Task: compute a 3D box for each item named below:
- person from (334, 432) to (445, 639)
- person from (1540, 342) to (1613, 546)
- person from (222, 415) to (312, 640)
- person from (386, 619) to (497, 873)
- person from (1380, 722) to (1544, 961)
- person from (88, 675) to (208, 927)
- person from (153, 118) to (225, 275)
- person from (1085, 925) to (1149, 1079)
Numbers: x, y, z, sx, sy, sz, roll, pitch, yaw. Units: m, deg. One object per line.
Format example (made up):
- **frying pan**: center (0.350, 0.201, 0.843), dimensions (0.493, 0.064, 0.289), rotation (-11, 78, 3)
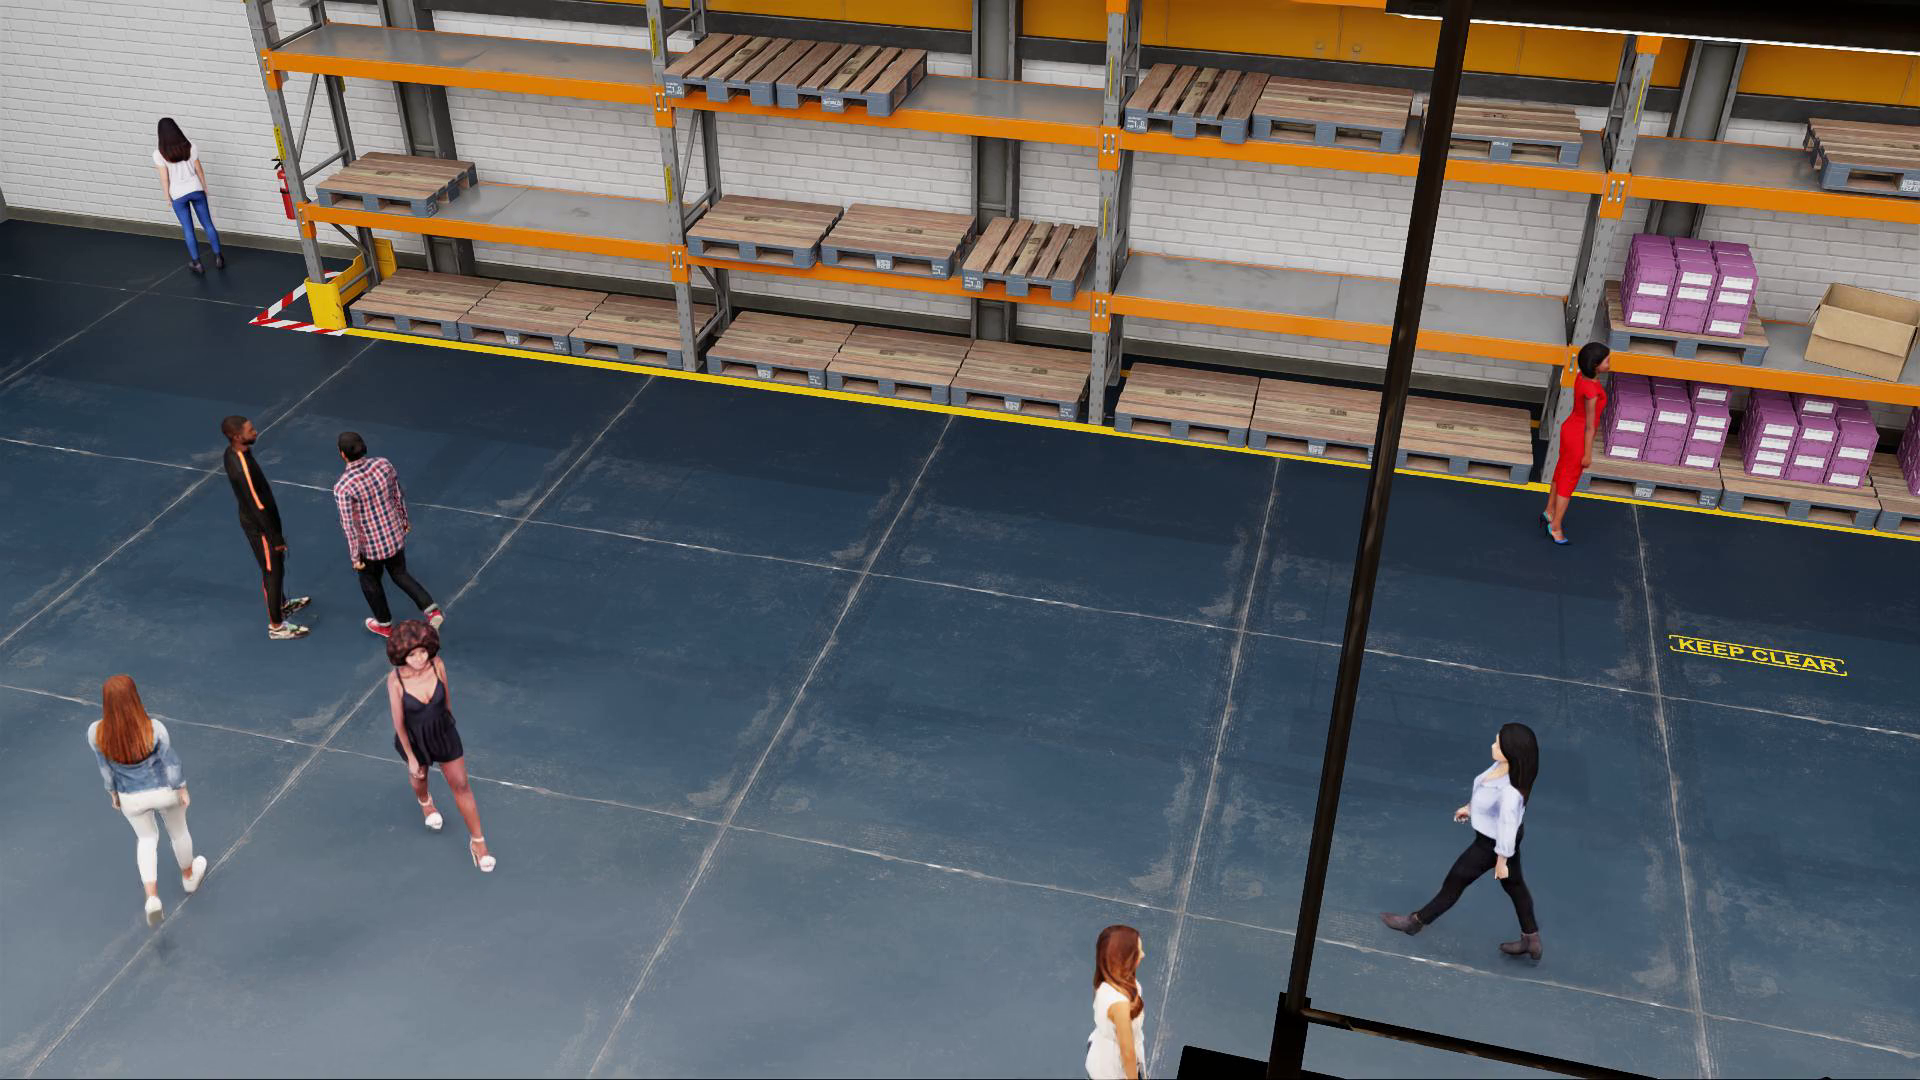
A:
- **person**: center (-4.174, 0.019, 12.076), dimensions (1.077, 1.736, 0.905), rotation (16, 37, 23)
- **person**: center (4.913, -0.779, 13.270), dimensions (0.534, 1.743, 0.595), rotation (4, 34, 6)
- **person**: center (-5.148, -0.135, 12.243), dimensions (0.812, 1.808, 0.760), rotation (-23, 40, -30)
- **person**: center (-3.326, 1.206, 10.283), dimensions (0.984, 1.743, 1.130), rotation (-22, 40, -30)
- **person**: center (3.147, 1.765, 9.491), dimensions (1.180, 1.690, 0.714), rotation (11, 35, 16)
- **person**: center (-4.808, 1.557, 9.810), dimensions (0.965, 1.684, 0.914), rotation (-5, 34, -8)
- **person**: center (-8.181, -3.640, 17.627), dimensions (0.683, 1.684, 0.719), rotation (-22, 40, -30)
- **person**: center (0.678, 2.560, 8.218), dimensions (0.648, 1.775, 0.629), rotation (3, 34, 4)
